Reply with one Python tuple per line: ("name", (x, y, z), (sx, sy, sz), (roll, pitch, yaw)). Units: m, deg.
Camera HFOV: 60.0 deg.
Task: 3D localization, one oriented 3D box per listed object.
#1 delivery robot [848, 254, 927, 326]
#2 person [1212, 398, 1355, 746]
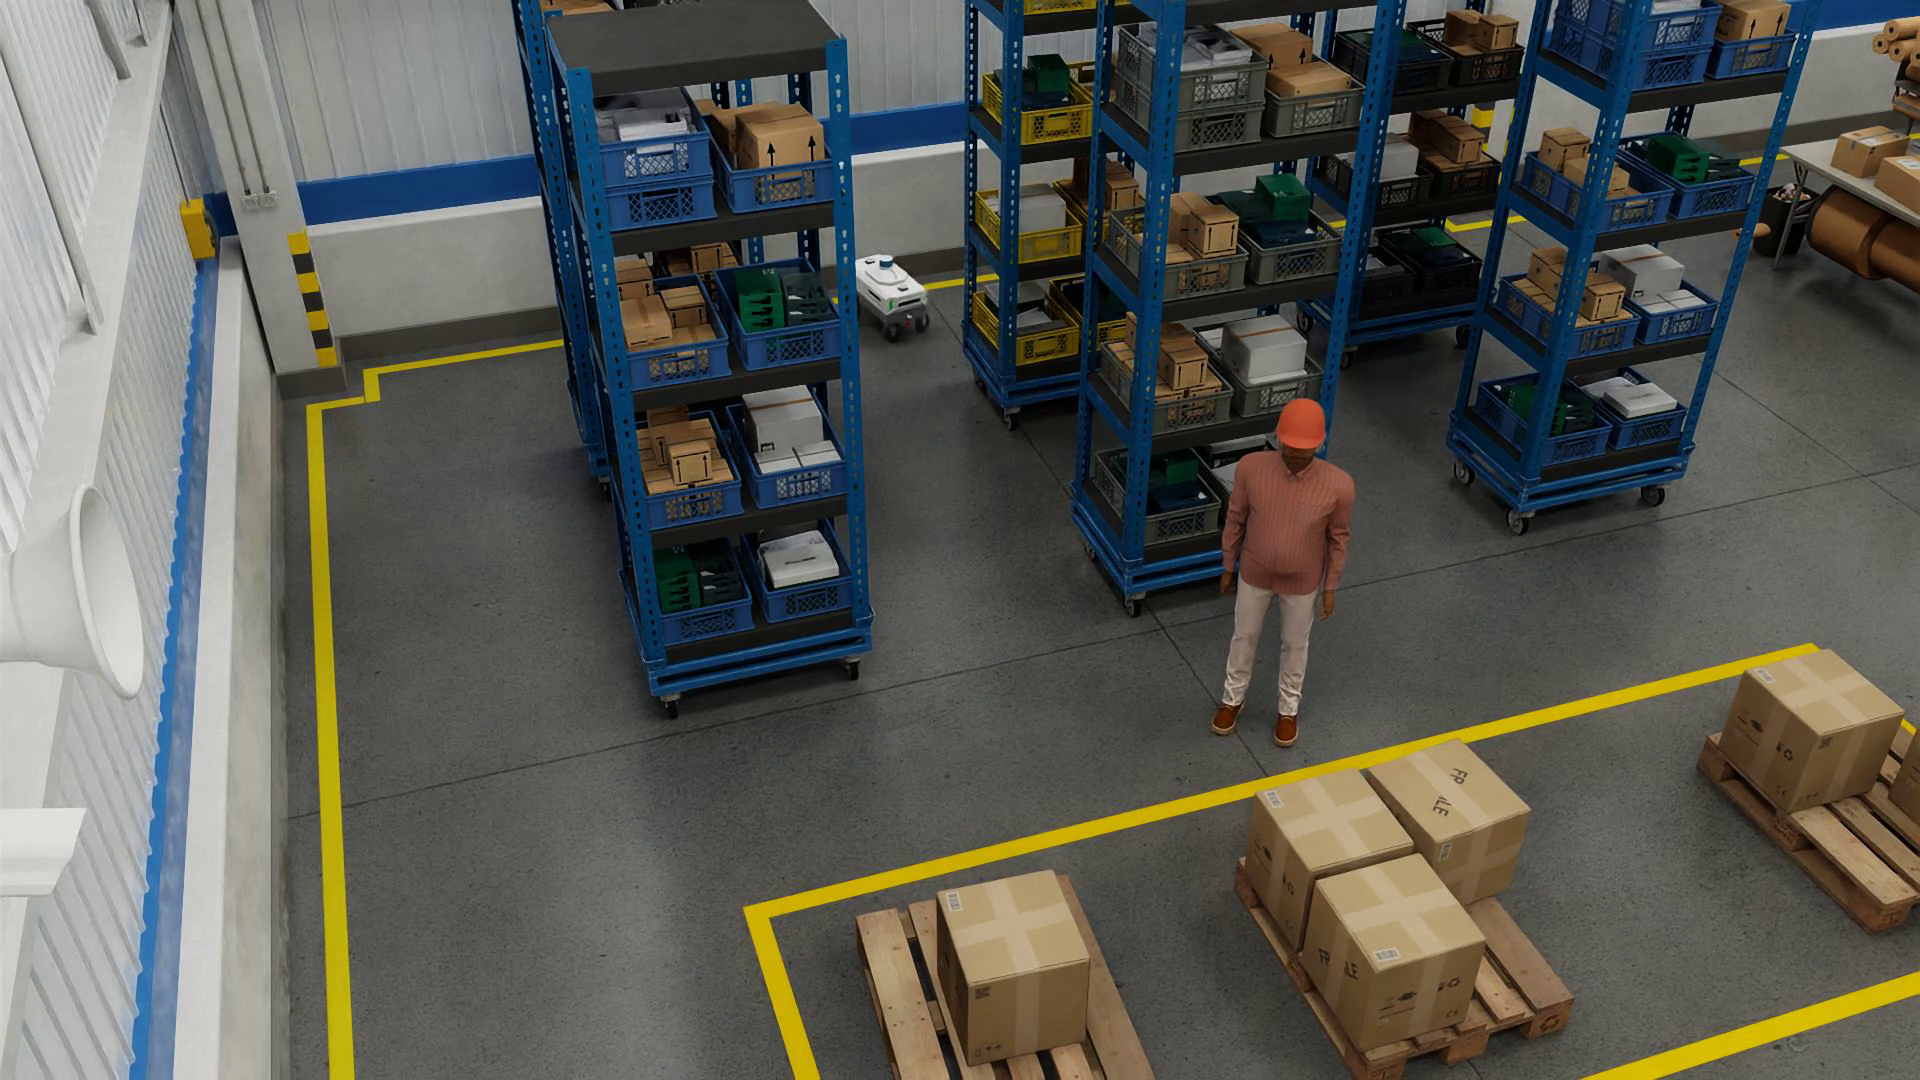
("delivery robot", (-0.542, -1.878, 12.371), (0.477, 0.478, 0.707), (-19, 39, -24))
("person", (1.598, 0.165, 8.312), (0.616, 1.997, 0.373), (11, 37, 15))
